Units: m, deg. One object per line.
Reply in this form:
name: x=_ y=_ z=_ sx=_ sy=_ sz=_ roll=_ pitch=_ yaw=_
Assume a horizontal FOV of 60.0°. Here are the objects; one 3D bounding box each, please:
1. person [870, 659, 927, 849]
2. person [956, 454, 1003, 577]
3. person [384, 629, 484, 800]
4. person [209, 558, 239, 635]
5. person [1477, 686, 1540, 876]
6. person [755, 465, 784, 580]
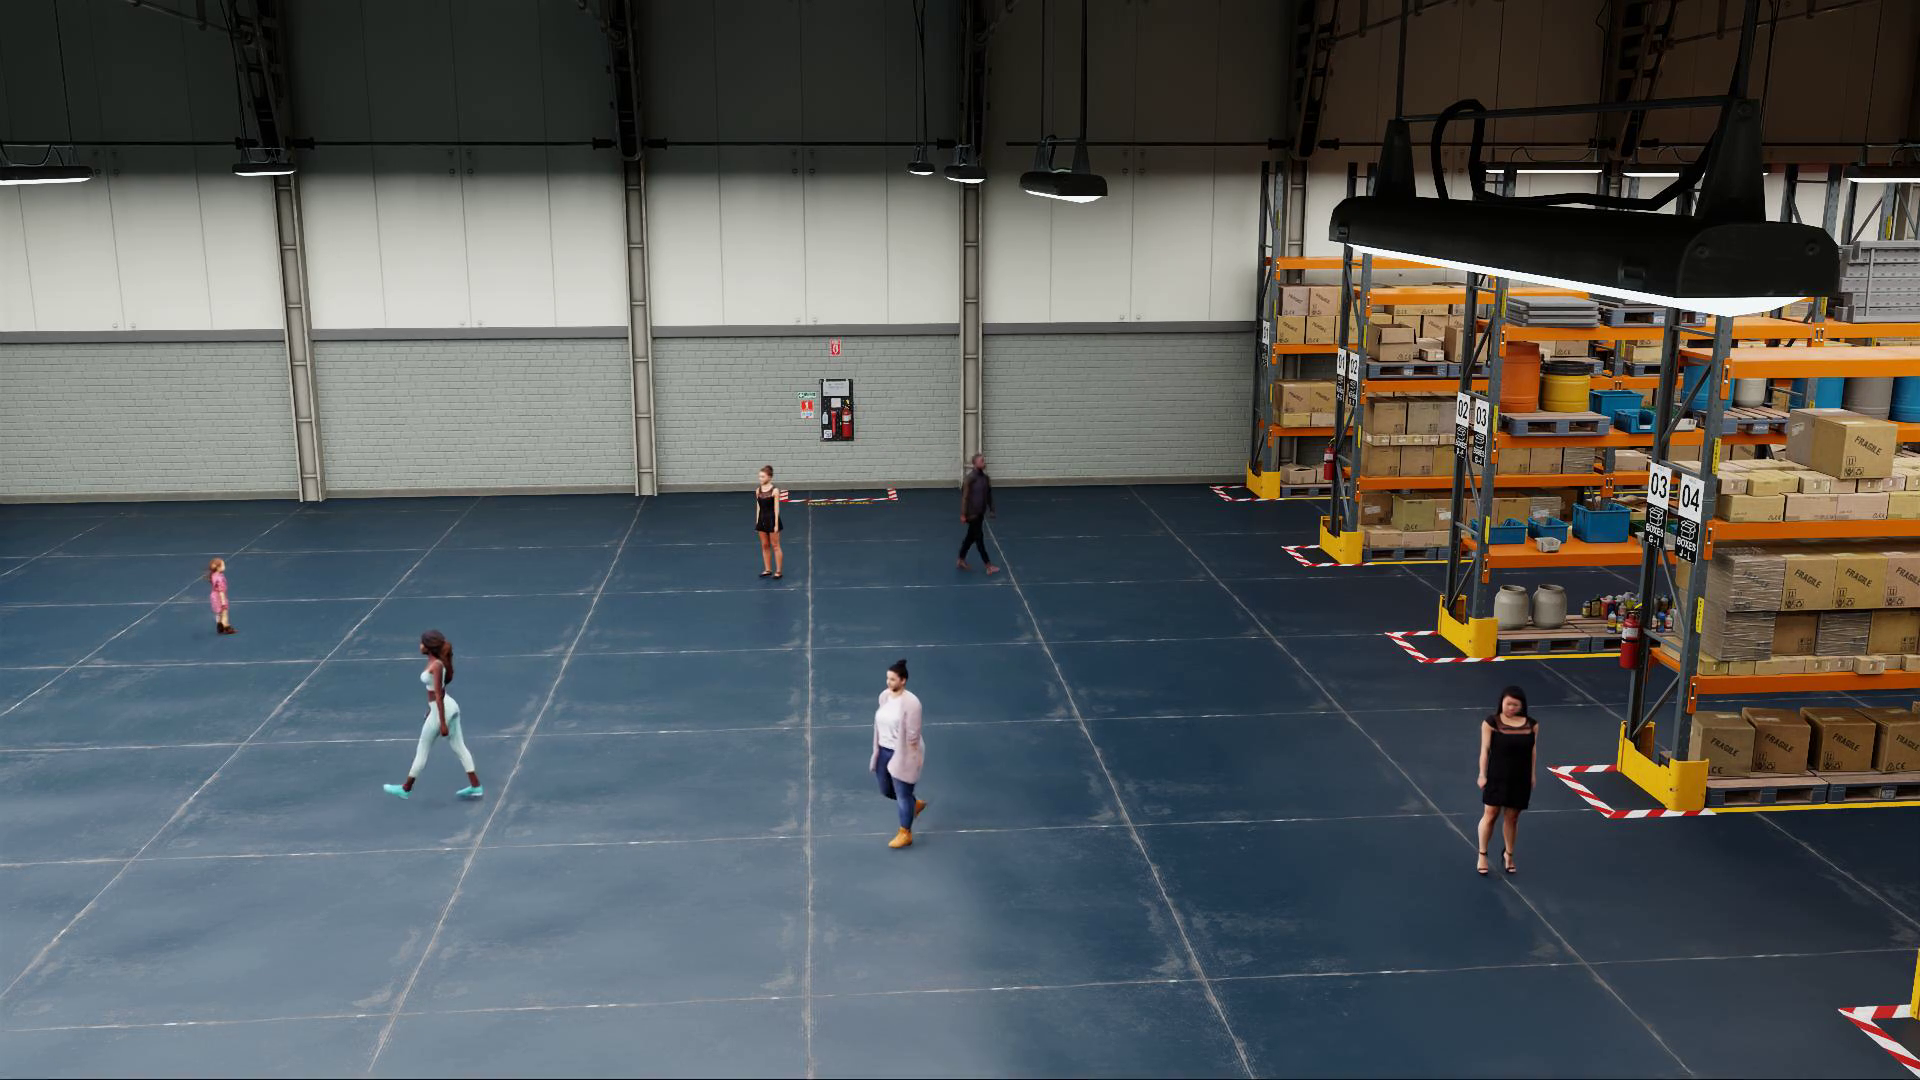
person: x=-0.474 y=1.901 z=15.016 sx=0.994 sy=1.728 sz=0.922 roll=-12 pitch=18 yaw=-43
person: x=0.160 y=-0.373 z=24.707 sx=1.258 sy=1.786 sz=1.173 roll=10 pitch=16 yaw=36
person: x=-4.884 y=1.705 z=15.961 sx=1.105 sy=1.683 sz=0.565 roll=-2 pitch=13 yaw=-7
person: x=-9.672 y=0.731 z=21.646 sx=0.591 sy=1.017 sz=0.532 roll=-12 pitch=18 yaw=-43
person: x=4.708 y=2.065 z=14.336 sx=0.562 sy=1.715 sz=0.730 roll=0 pitch=13 yaw=0
person: x=-2.805 y=-0.267 z=24.489 sx=0.670 sy=1.679 sz=0.749 roll=8 pitch=15 yaw=31
